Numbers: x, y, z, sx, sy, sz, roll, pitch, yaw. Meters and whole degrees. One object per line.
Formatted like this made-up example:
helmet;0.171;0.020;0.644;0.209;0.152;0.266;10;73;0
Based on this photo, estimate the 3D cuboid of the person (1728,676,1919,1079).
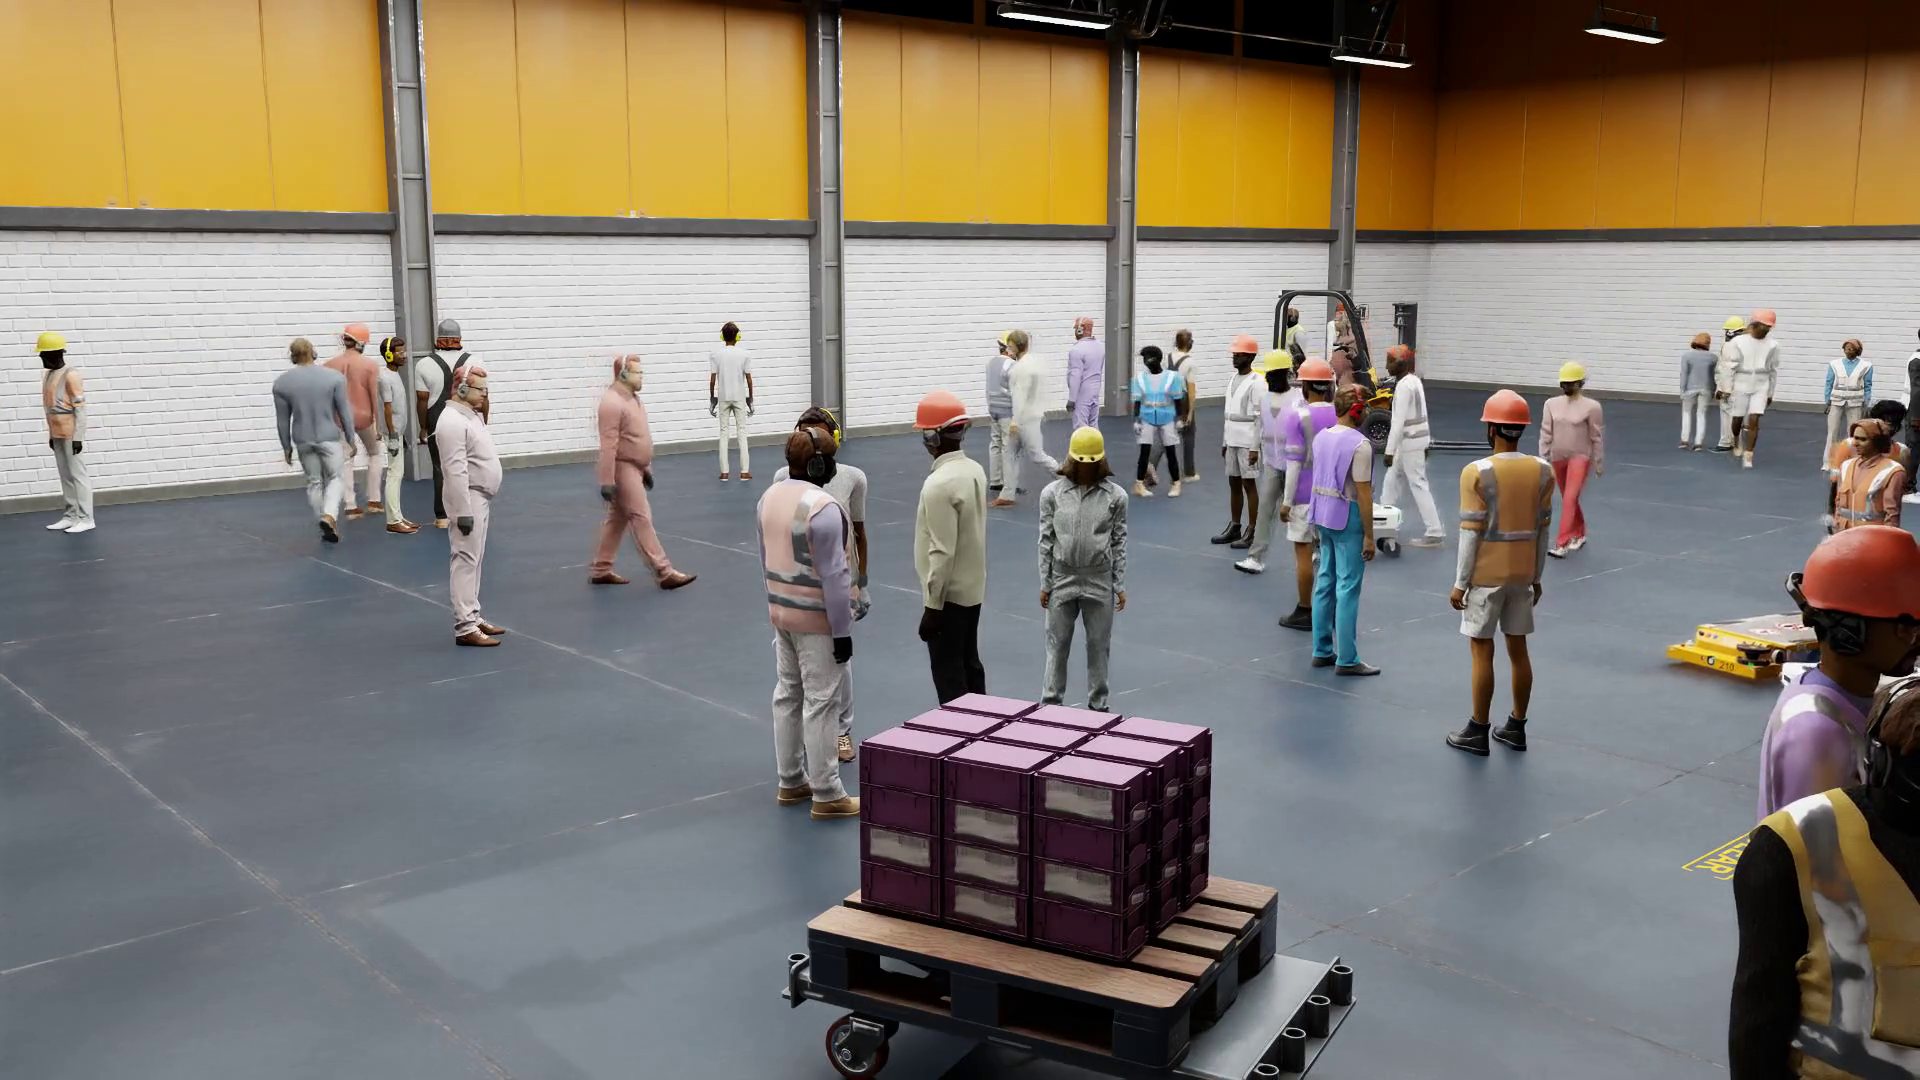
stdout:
person;1.838;1.168;3.285;0.627;1.844;0.429;0;10;1

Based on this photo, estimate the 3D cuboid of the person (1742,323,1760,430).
person;11.980;-2.484;25.274;0.268;1.631;0.507;-3;10;-18

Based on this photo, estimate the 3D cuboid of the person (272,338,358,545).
person;-5.821;-0.864;15.015;0.703;1.903;0.586;-2;10;-10

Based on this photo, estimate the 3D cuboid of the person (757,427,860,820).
person;-0.690;0.387;7.855;0.429;1.845;0.621;-7;12;-37

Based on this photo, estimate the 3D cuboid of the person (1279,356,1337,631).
person;2.487;-0.327;11.757;0.551;1.934;0.372;-5;11;-27

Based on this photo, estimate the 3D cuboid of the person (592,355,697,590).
person;-2.552;-0.532;13.187;0.912;1.859;0.669;1;10;3

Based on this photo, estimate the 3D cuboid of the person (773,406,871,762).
person;-0.730;0.234;8.668;0.531;1.870;0.317;0;10;0

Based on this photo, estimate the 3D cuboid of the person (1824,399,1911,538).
person;6.282;-0.175;11.644;0.566;1.662;0.656;1;10;4

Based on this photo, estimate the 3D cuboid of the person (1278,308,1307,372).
person;5.071;-2.638;25.565;0.430;1.845;0.619;-2;10;-11

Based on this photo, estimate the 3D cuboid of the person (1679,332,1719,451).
person;10.044;-2.016;22.631;0.518;1.595;0.662;2;10;14

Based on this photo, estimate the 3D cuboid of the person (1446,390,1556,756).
person;2.848;0.175;8.814;0.550;1.937;0.357;-3;10;-18

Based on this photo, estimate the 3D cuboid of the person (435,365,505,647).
person;-3.321;-0.235;11.329;0.407;1.902;0.638;-1;10;-8

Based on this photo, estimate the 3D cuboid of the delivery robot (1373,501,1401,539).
delivery robot;3.514;-0.182;14.675;0.707;0.478;0.477;0;10;1

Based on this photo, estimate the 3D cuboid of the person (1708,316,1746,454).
person;10.314;-2.070;22.269;0.592;1.833;0.404;-8;12;-38

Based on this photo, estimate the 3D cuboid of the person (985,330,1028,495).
person;0.515;-1.402;18.396;0.404;1.819;0.591;-6;11;-31

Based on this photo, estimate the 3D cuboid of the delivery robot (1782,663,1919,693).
delivery robot;4.826;0.797;8.944;0.707;0.478;0.477;1;10;6

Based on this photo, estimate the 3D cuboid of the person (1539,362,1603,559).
person;5.401;-0.715;14.697;0.952;1.708;0.505;-9;13;-42

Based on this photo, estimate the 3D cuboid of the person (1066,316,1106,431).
person;1.492;-1.758;20.218;0.410;1.912;0.643;7;12;34

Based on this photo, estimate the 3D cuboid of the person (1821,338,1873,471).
person;10.850;-1.645;20.352;0.512;1.638;0.312;6;11;30

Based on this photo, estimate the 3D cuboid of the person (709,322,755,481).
person;-2.684;-1.624;19.564;0.532;1.865;0.311;-1;10;-4

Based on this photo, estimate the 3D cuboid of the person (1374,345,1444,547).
person;4.024;-0.859;15.177;0.916;1.829;0.632;4;10;21

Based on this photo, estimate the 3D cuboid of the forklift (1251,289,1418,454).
forklift;5.034;-2.339;22.783;2.313;2.155;1.214;3;10;16

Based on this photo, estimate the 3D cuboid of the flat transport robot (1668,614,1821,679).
flat transport robot;5.381;0.666;10.815;1.431;0.197;0.652;-5;11;-26

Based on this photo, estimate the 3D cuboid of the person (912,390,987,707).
person;-0.060;0.262;8.147;0.391;1.989;0.623;3;10;19

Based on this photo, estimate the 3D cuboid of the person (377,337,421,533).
person;-5.375;-0.998;15.886;0.326;1.871;0.520;-2;10;-11

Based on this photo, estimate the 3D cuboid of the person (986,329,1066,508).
person;0.771;-1.250;17.303;0.934;1.898;0.642;0;10;-1

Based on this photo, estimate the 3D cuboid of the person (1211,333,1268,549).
person;2.545;-0.893;15.059;0.348;1.943;0.543;-5;11;-25

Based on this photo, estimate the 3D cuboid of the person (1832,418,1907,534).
person;5.716;0.044;10.491;0.321;1.627;0.509;-3;10;-15

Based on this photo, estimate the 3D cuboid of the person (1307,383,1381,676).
person;2.412;-0.066;10.501;0.389;1.845;0.567;-4;10;-22

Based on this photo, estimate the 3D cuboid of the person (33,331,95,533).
person;-8.557;-1.026;15.887;0.590;1.923;0.384;8;12;38

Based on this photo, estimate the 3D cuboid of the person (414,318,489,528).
person;-4.950;-1.143;16.229;0.687;2.000;0.535;-4;10;-21

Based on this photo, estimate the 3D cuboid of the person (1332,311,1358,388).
person;5.633;-2.353;23.847;0.846;1.871;0.657;-1;10;-5

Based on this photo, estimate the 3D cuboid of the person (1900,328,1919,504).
person;10.286;-1.355;17.836;0.391;1.917;0.593;8;12;38

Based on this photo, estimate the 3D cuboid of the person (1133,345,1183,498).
person;2.174;-1.296;18.177;0.560;1.671;0.351;3;10;16

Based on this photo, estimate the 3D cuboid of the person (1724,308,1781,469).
person;9.917;-1.910;20.868;0.625;2.002;0.814;4;10;20

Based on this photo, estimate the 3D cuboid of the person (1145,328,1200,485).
person;2.480;-1.524;19.148;0.530;1.821;0.862;9;13;42

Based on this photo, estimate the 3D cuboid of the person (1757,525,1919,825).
person;2.005;0.975;3.827;0.371;2.044;0.608;5;11;29

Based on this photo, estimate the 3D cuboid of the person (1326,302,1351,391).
person;6.372;-3.037;27.782;0.573;1.883;0.359;-3;10;-15

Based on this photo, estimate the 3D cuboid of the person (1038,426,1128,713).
person;0.660;0.248;8.981;0.483;1.736;0.315;0;10;1

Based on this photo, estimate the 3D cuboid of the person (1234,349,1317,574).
person;2.692;-0.654;13.890;0.595;1.862;1.044;9;13;43

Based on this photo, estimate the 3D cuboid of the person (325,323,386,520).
person;-6.083;-1.210;16.828;0.648;1.962;0.727;1;10;6
